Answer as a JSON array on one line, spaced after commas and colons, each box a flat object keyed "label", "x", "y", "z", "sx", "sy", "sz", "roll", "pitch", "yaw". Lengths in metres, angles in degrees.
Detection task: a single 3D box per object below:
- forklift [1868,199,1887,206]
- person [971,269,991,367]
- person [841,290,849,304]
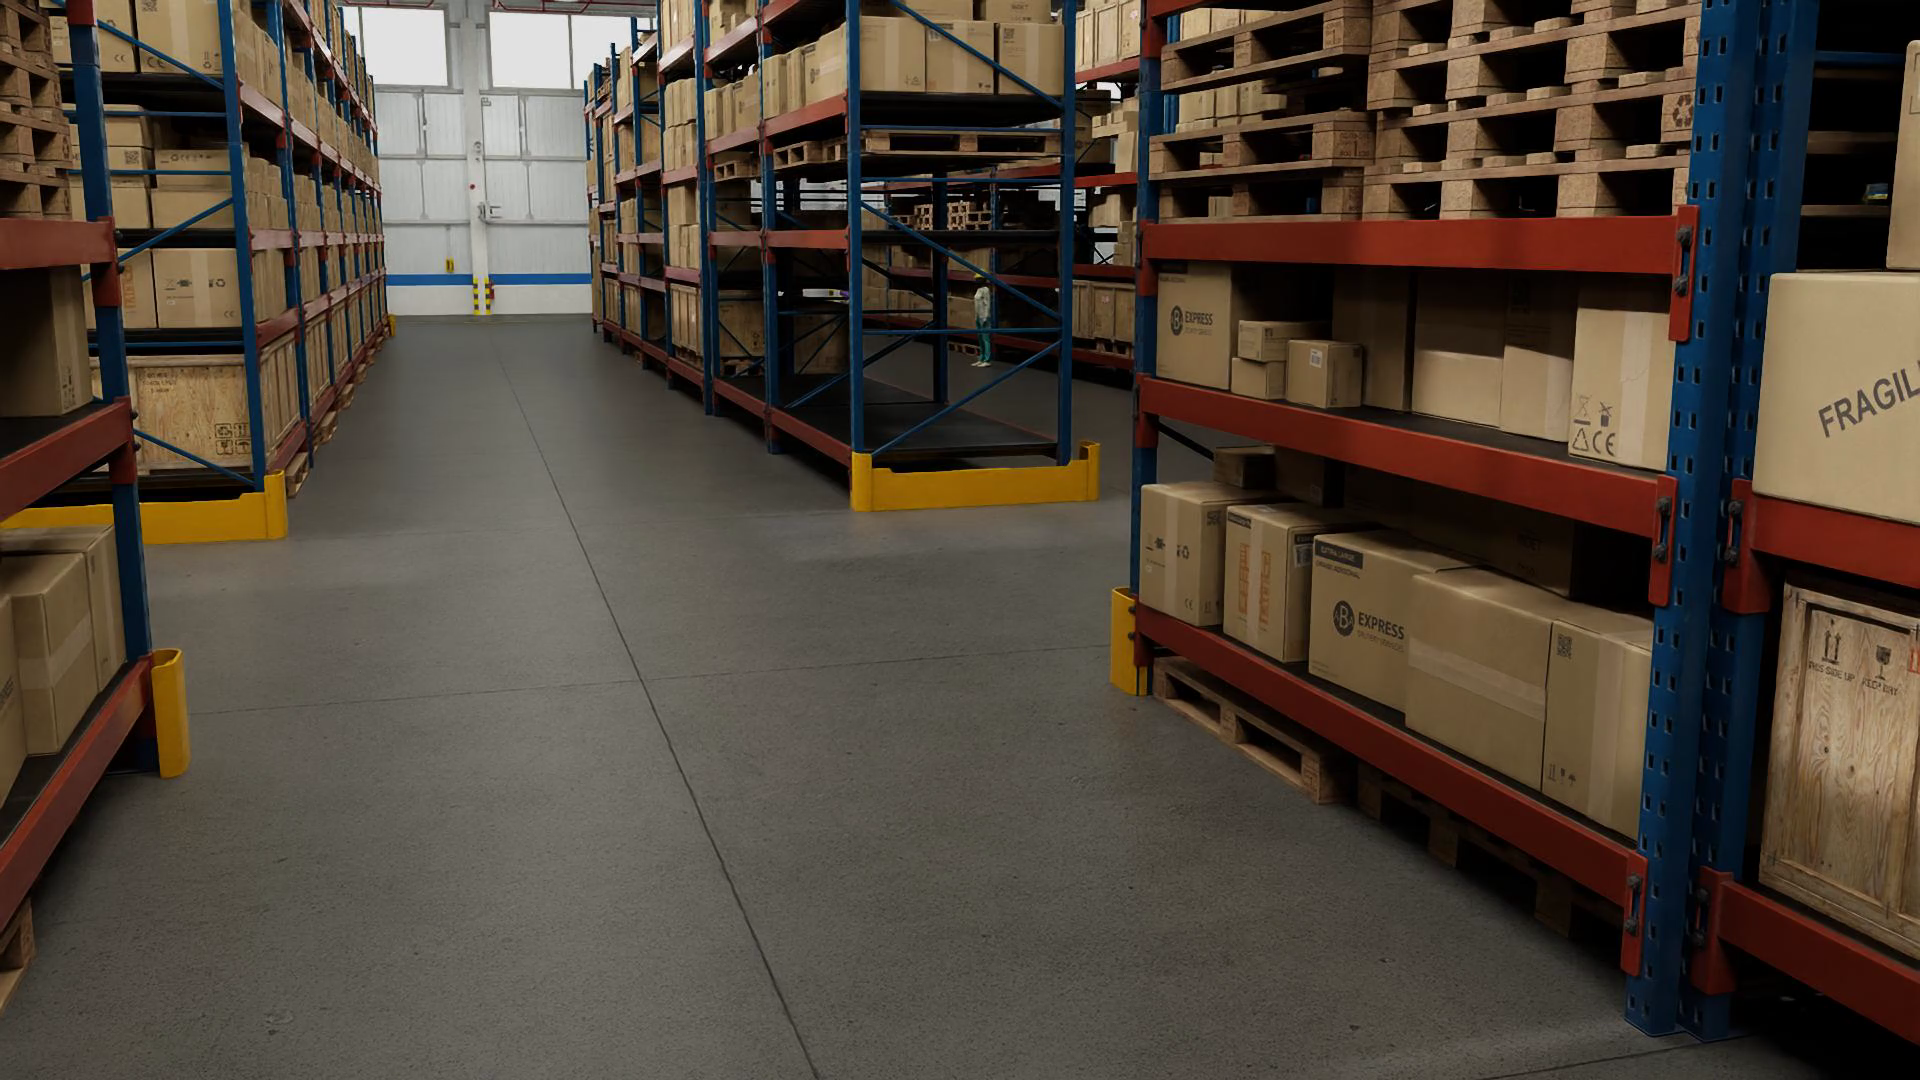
[{"label": "forklift", "x": 11.338, "y": -2.915, "z": 21.052, "sx": 1.129, "sy": 2.768, "sz": 1.873, "roll": -3, "pitch": 11, "yaw": -17}, {"label": "person", "x": 0.380, "y": -4.009, "z": 30.106, "sx": 0.315, "sy": 1.767, "sz": 0.534, "roll": -3, "pitch": 11, "yaw": -17}, {"label": "person", "x": -2.524, "y": -5.438, "z": 37.628, "sx": 0.474, "sy": 1.905, "sz": 0.647, "roll": 1, "pitch": 10, "yaw": 4}]
